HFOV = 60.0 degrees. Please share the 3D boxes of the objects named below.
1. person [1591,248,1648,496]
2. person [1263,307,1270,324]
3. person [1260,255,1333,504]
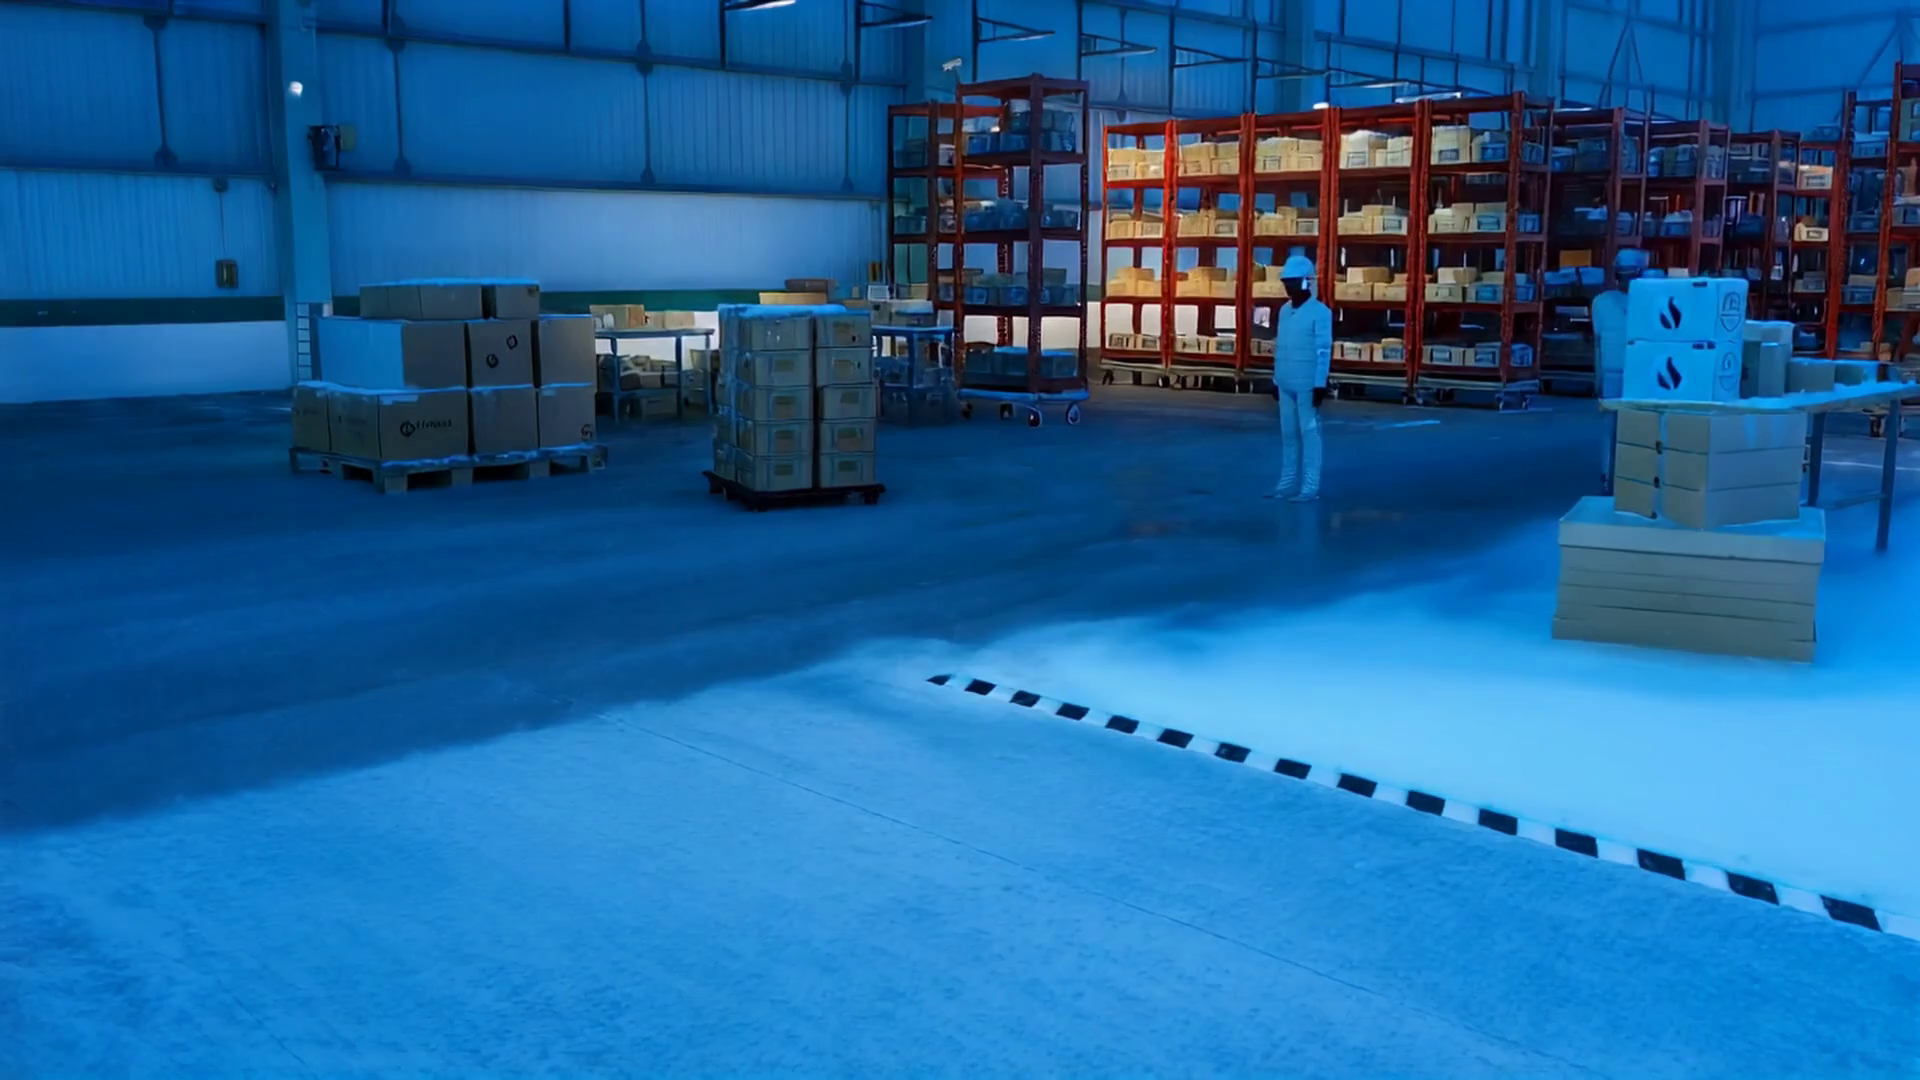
[{"bbox_3d":[4.869,-1.210,12.096,0.571,1.813,0.810,5,11,27],"label":"person"},{"bbox_3d":[5.187,-3.613,26.612,0.632,1.786,0.412,-1,10,-8],"label":"person"},{"bbox_3d":[2.392,-1.131,11.792,0.339,1.752,0.564,-4,10,-24],"label":"person"}]
